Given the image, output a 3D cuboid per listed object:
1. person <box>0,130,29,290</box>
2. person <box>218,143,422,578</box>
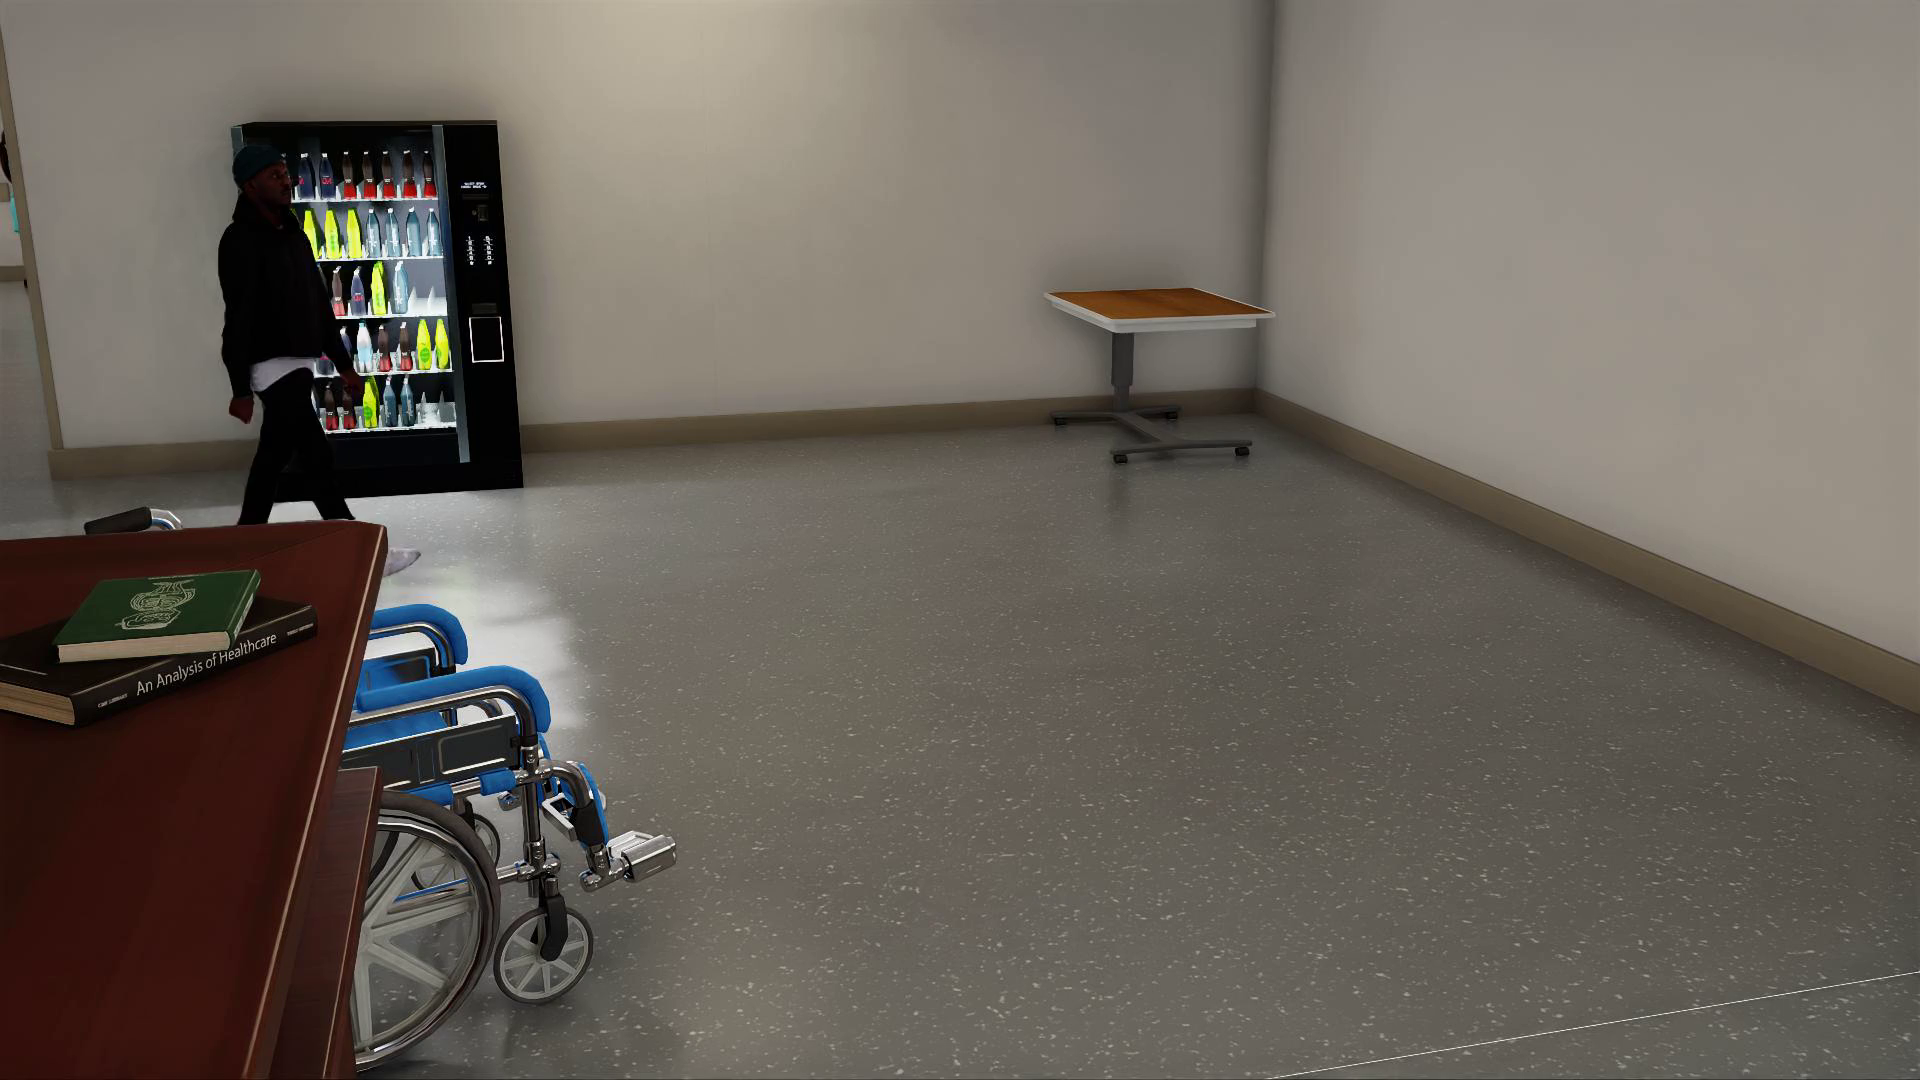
[{"bbox_3d":[-9.214,-3.268,16.383,0.629,1.558,0.612,-10,18,-31],"label":"person"},{"bbox_3d":[-2.849,-0.673,6.778,1.231,1.776,0.939,1,16,4],"label":"person"}]
